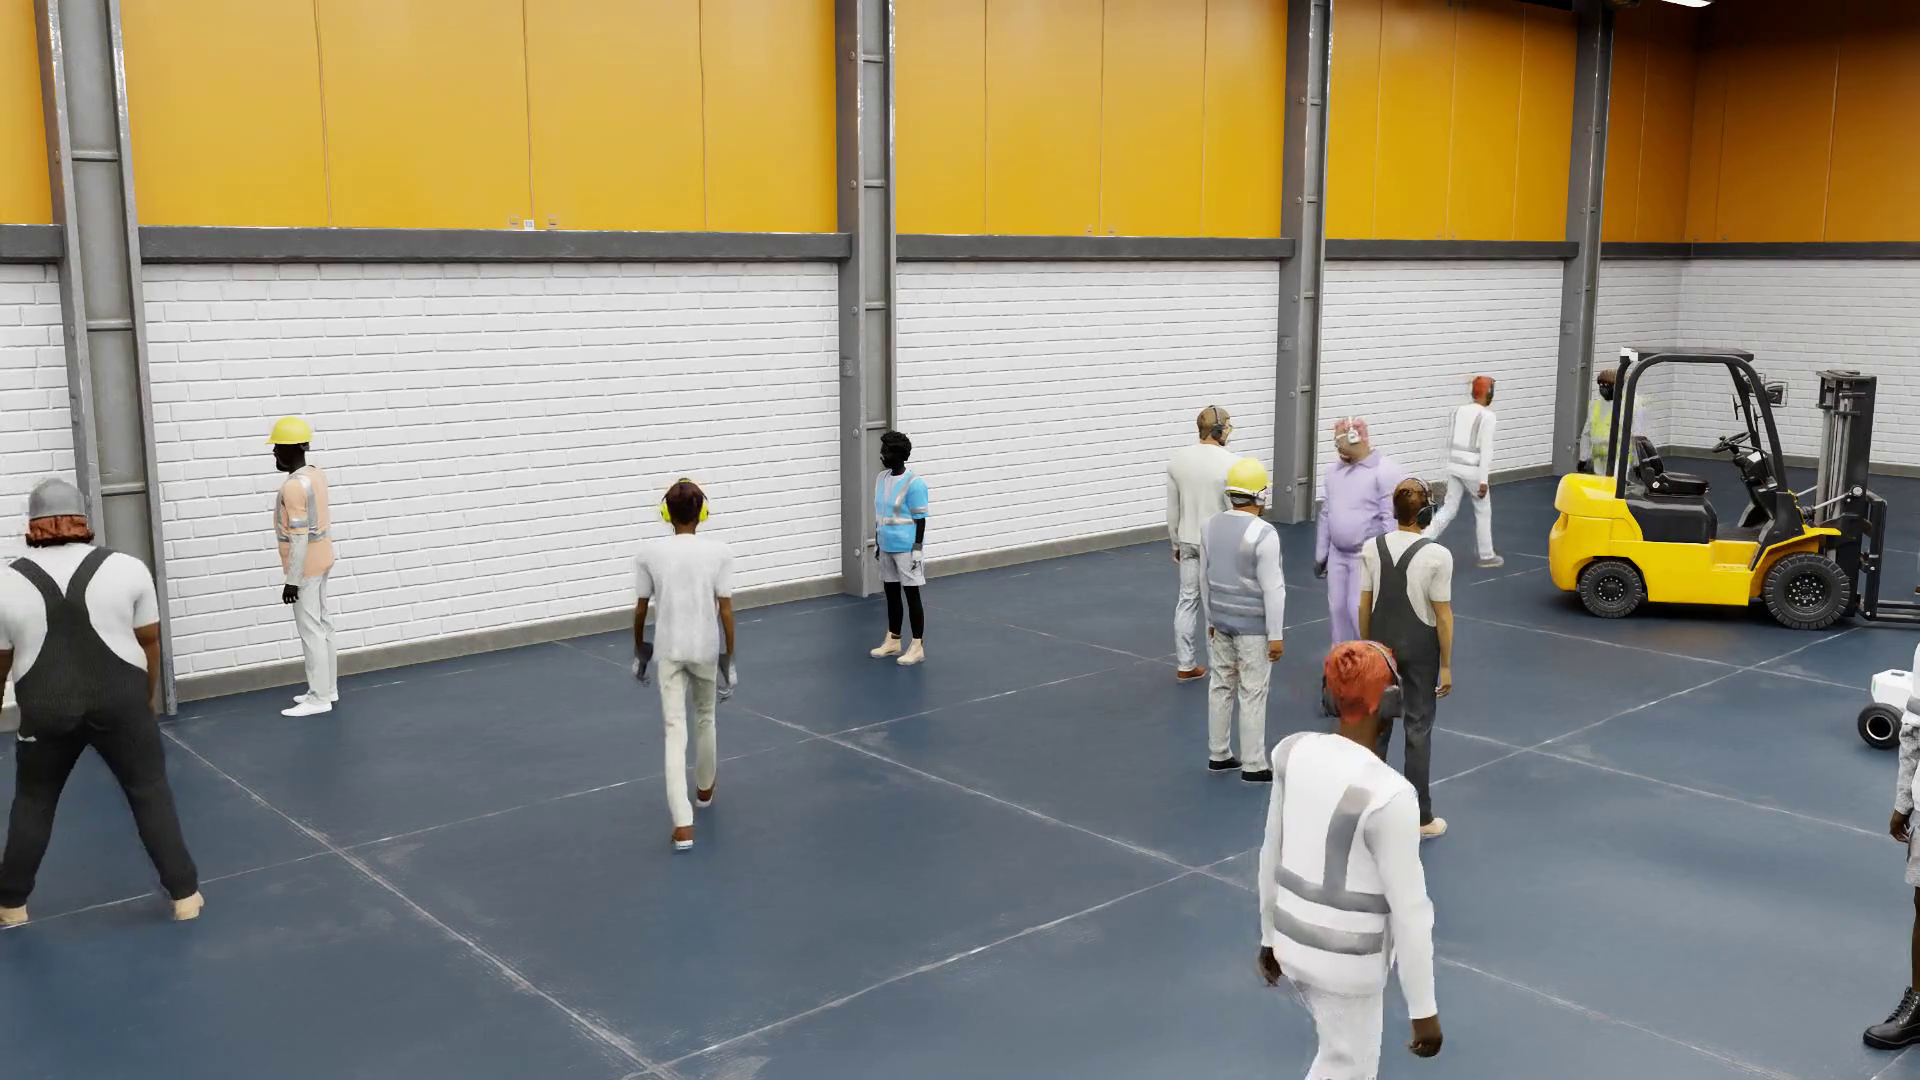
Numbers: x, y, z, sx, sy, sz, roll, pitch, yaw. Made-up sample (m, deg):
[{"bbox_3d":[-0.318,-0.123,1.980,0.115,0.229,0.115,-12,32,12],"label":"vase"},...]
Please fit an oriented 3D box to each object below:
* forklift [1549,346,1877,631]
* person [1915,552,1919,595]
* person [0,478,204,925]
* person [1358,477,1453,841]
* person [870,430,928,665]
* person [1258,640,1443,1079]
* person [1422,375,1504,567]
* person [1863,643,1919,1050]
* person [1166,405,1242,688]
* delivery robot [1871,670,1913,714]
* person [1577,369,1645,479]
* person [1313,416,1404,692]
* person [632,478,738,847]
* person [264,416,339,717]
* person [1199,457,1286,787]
[{"bbox_3d":[6.109,-0.478,13.691,2.313,2.155,1.214,3,10,16],"label":"forklift"},{"bbox_3d":[8.414,-0.294,14.251,0.280,1.633,0.502,4,10,21],"label":"person"},{"bbox_3d":[-3.913,0.685,7.328,0.869,2.000,0.587,-4,11,-23],"label":"person"},{"bbox_3d":[2.255,0.599,8.407,0.508,1.846,0.342,9,13,42],"label":"person"},{"bbox_3d":[-0.443,0.052,12.031,0.318,1.698,0.539,-8,13,-40],"label":"person"},{"bbox_3d":[1.107,1.212,4.740,0.411,1.868,0.647,-3,10,-19],"label":"person"},{"bbox_3d":[4.706,-0.623,15.599,0.973,1.849,0.623,-4,11,-23],"label":"person"},{"bbox_3d":[3.587,0.976,5.948,0.377,1.928,0.551,-5,11,-25],"label":"person"},{"bbox_3d":[1.686,0.048,11.366,0.378,1.937,0.629,-9,13,-44],"label":"person"},{"bbox_3d":[5.823,0.948,9.857,0.477,0.478,0.707,-8,12,-38],"label":"delivery robot"},{"bbox_3d":[6.470,-0.790,16.626,0.609,1.817,0.641,-4,11,-24],"label":"person"},{"bbox_3d":[2.647,0.113,11.164,0.458,1.873,0.677,-6,12,-33],"label":"person"},{"bbox_3d":[-1.420,0.591,8.542,0.538,1.817,0.995,-1,10,-8],"label":"person"},{"bbox_3d":[-4.220,0.169,10.677,0.369,1.928,0.586,-1,10,-7],"label":"person"},{"bbox_3d":[1.598,0.452,9.286,0.404,1.836,0.600,-6,12,-33],"label":"person"}]
